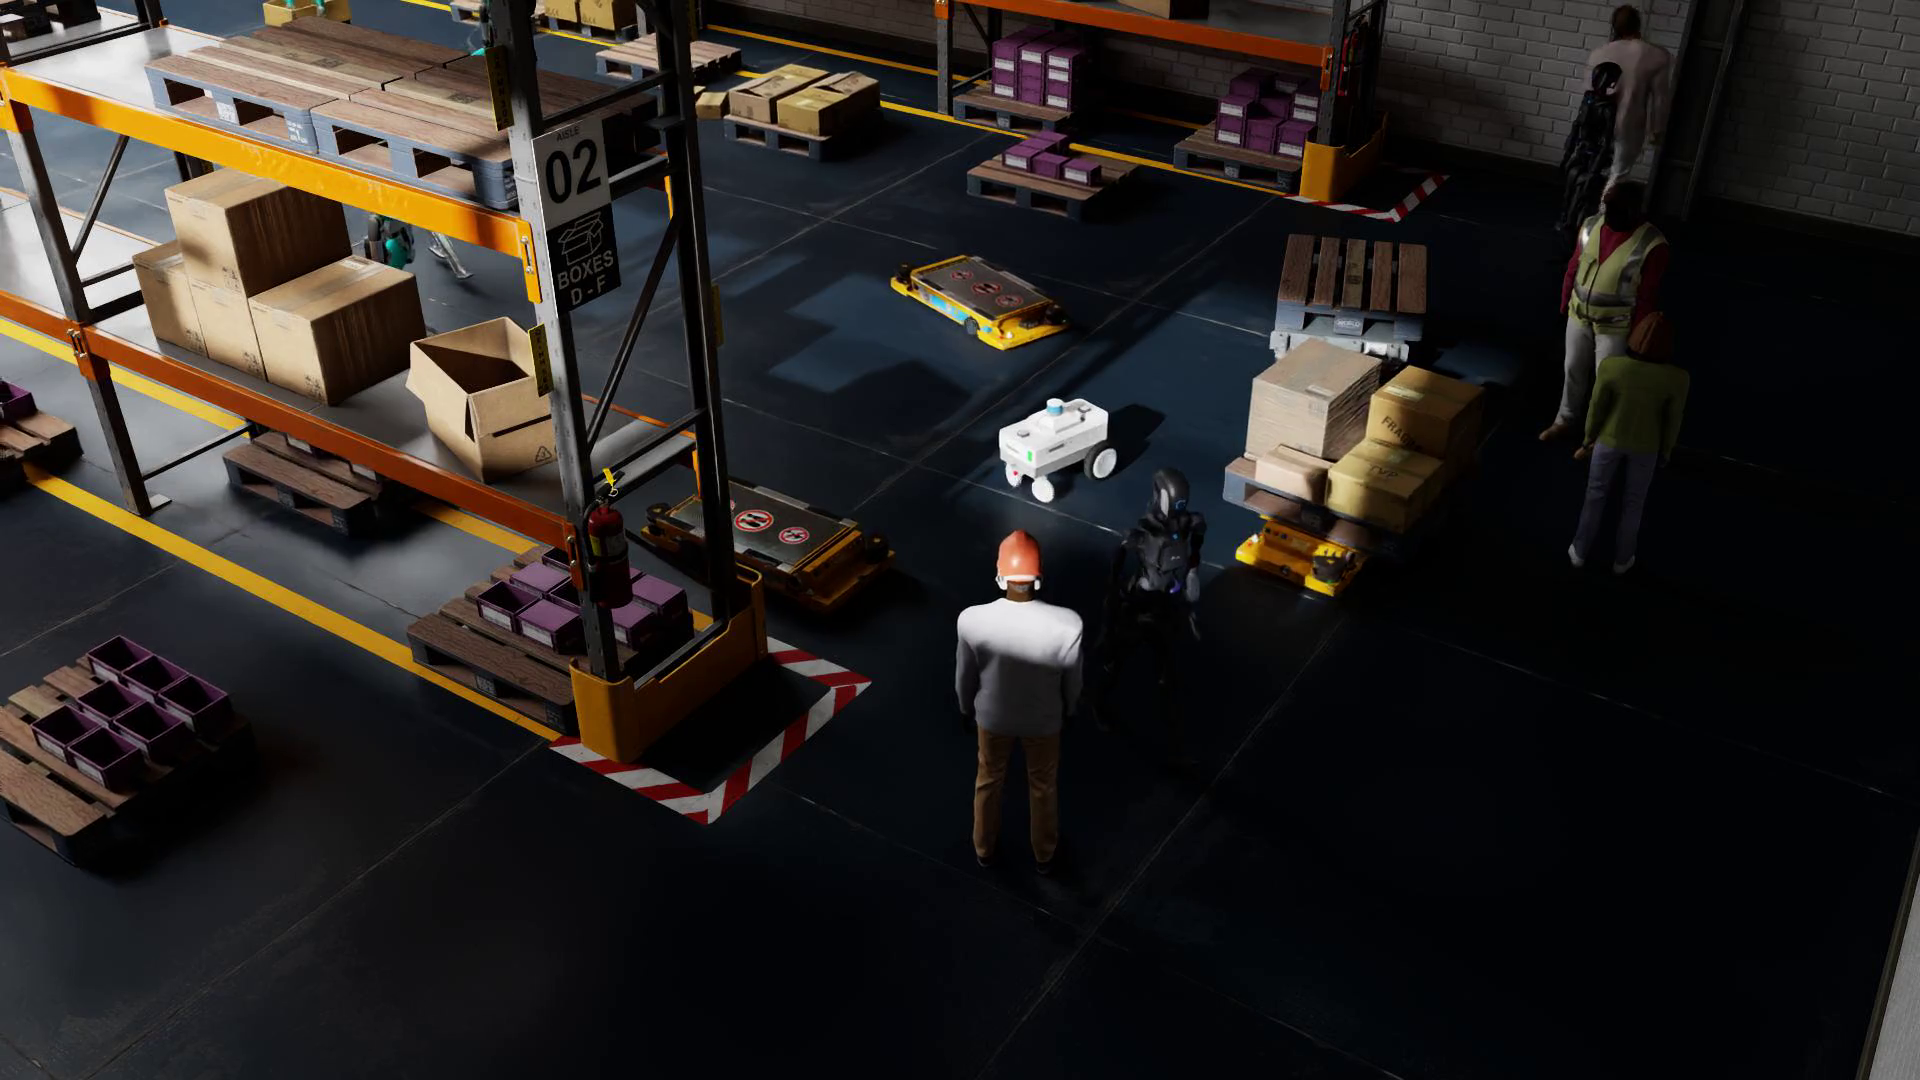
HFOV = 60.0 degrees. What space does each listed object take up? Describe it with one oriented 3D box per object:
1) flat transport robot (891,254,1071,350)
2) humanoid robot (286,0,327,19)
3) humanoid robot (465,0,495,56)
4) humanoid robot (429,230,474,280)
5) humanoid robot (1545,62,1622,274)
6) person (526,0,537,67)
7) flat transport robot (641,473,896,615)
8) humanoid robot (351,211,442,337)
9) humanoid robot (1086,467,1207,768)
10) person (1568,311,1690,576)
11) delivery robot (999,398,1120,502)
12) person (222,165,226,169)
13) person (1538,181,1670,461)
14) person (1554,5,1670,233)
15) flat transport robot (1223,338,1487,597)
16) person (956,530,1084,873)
[{"bbox_3d":[0.145,-1.854,12.722,0.659,0.231,1.431,-22,39,-30],"label":"flat transport robot"},{"bbox_3d":[-7.061,-6.051,17.877,0.749,1.838,0.542,28,42,36],"label":"humanoid robot"},{"bbox_3d":[-4.500,-4.877,16.060,0.765,1.817,0.557,24,40,32],"label":"humanoid robot"},{"bbox_3d":[-4.172,-2.875,12.976,0.564,1.750,1.023,-24,40,-32],"label":"humanoid robot"},{"bbox_3d":[4.899,-2.944,13.098,0.372,1.649,0.589,-5,33,-8],"label":"humanoid robot"},{"bbox_3d":[-3.939,-4.287,14.921,0.421,1.950,0.498,4,33,6],"label":"person"},{"bbox_3d":[-1.150,-0.002,9.876,1.431,0.231,0.659,20,38,28],"label":"flat transport robot"},{"bbox_3d":[-4.126,-2.063,11.692,1.005,1.724,0.537,6,33,9],"label":"humanoid robot"},{"bbox_3d":[0.920,0.370,8.049,0.596,1.616,0.800,-18,37,-25],"label":"humanoid robot"},{"bbox_3d":[3.790,-0.540,9.449,0.499,1.633,0.282,13,35,19],"label":"person"},{"bbox_3d":[0.624,-0.616,10.575,0.786,0.614,0.504,-23,40,-31],"label":"delivery robot"},{"bbox_3d":[-5.182,-2.586,12.399,0.526,1.846,0.323,-3,33,-5],"label":"person"},{"bbox_3d":[4.085,-1.405,10.604,0.429,1.833,0.635,-22,39,-30],"label":"person"},{"bbox_3d":[5.324,-3.351,13.534,0.696,1.909,0.369,18,37,25],"label":"person"},{"bbox_3d":[2.320,-0.149,10.101,0.659,0.231,1.431,23,39,31],"label":"flat transport robot"},{"bbox_3d":[0.260,0.728,7.403,0.556,1.743,0.352,4,33,7],"label":"person"}]
